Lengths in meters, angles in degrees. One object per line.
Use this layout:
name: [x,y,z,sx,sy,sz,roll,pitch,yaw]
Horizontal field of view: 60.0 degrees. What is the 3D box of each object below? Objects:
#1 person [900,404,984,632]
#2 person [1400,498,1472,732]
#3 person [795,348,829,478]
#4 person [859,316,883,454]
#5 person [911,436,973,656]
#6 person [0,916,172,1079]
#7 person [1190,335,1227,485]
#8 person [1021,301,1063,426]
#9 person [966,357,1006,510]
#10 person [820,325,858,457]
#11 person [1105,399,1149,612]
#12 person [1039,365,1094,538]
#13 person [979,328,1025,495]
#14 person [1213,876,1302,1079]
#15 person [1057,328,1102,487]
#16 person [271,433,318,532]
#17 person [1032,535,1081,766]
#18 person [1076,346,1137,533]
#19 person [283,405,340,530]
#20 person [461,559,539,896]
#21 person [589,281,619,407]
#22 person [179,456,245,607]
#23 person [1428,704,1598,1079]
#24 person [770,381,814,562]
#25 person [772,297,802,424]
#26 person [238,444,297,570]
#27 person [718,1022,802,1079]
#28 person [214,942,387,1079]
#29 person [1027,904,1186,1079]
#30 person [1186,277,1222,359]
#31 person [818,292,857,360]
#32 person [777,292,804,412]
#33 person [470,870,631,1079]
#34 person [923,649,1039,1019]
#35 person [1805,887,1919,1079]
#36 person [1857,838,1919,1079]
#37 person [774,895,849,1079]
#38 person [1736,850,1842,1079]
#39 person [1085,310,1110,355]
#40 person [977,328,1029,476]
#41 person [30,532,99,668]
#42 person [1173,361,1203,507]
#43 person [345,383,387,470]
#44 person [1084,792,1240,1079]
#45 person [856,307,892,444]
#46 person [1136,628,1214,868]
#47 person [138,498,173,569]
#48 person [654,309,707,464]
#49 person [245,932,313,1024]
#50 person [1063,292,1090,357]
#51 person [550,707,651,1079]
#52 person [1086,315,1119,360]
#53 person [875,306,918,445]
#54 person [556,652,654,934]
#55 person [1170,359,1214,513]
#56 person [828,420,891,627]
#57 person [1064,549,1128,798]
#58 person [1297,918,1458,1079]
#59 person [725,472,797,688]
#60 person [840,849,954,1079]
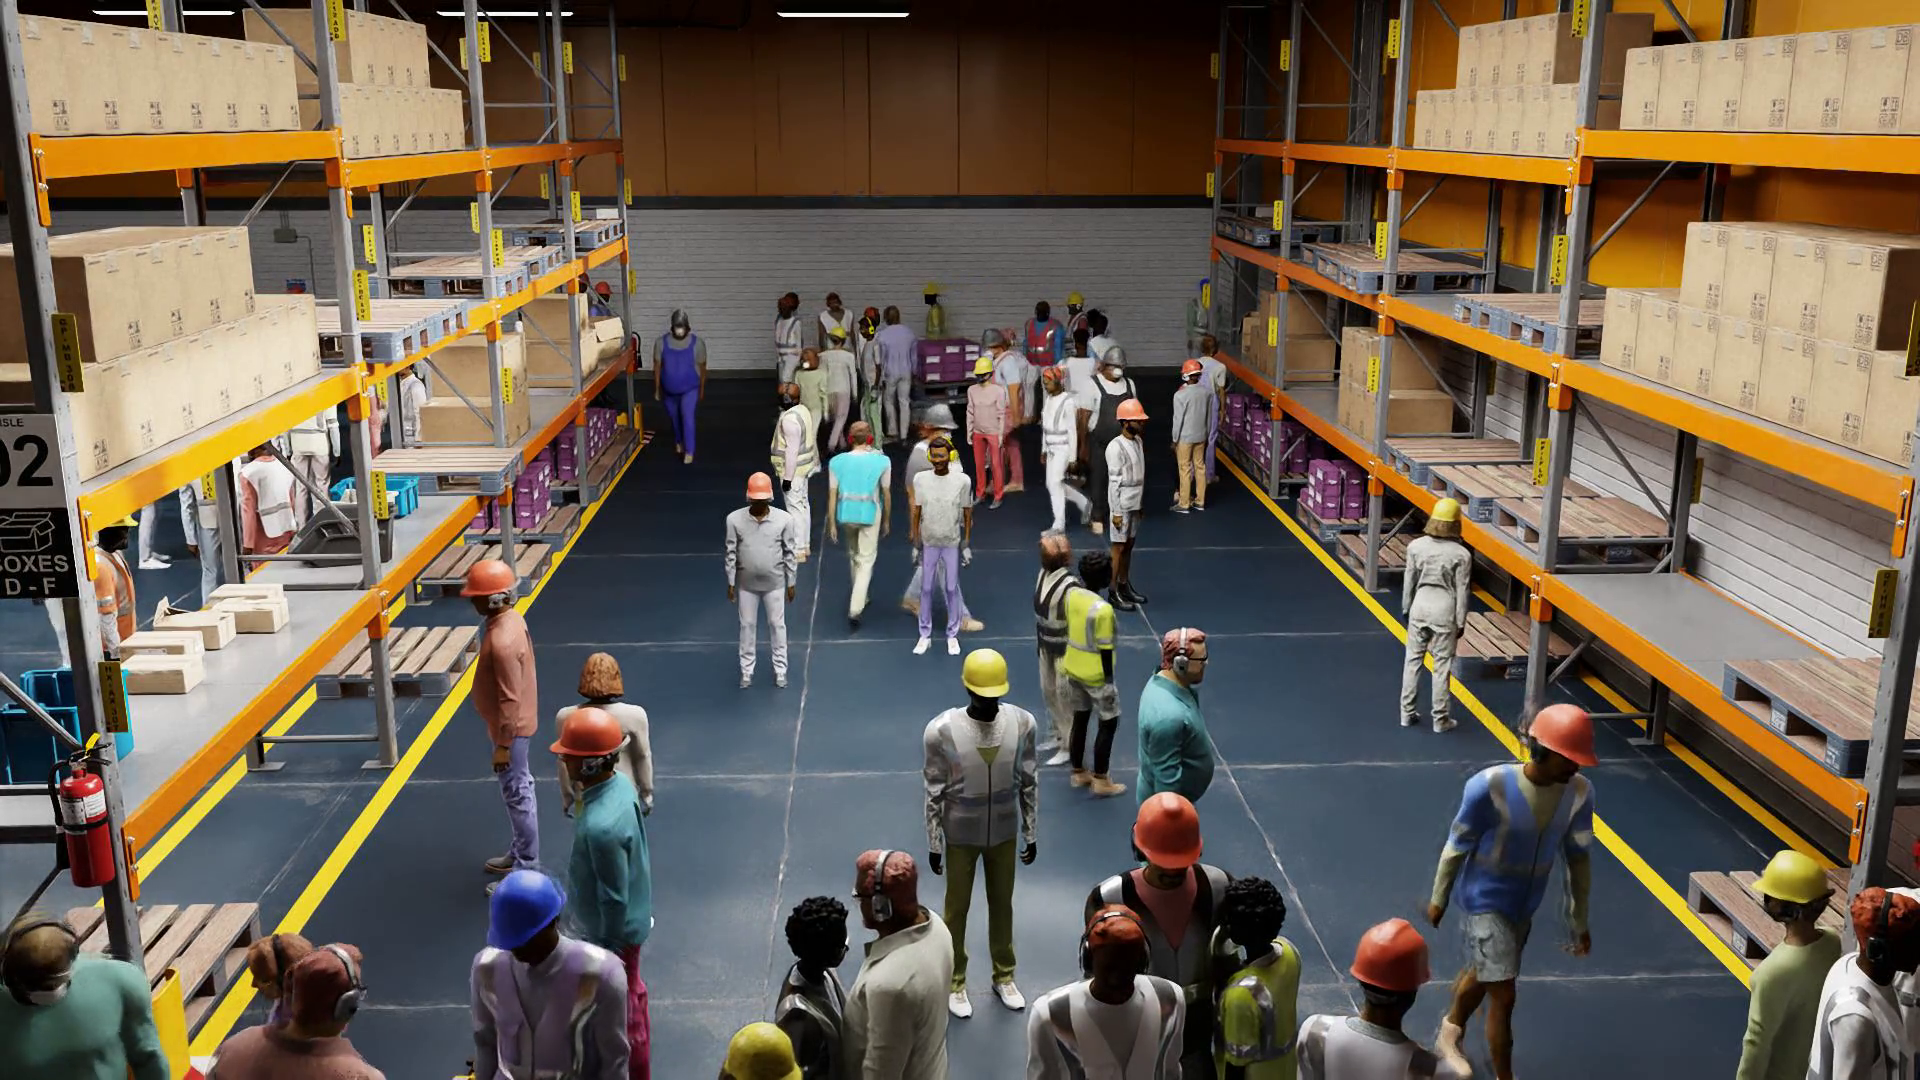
person: [-0.183,-0.240,14.661,0.884,2.000,0.682,5,15,21]
person: [3.487,0.543,12.205,0.511,1.735,0.348,11,18,36]
person: [-1.889,-1.595,20.814,0.528,1.624,0.447,9,17,31]
person: [-1.199,-2.030,22.043,0.329,1.865,0.507,-5,15,-21]
person: [-0.151,0.046,13.878,0.519,1.873,0.335,2,14,7]
person: [-2.999,2.130,5.654,0.650,1.887,0.820,-8,17,-30]
person: [3.019,-1.594,20.397,0.501,1.838,0.341,8,16,29]
person: [1.145,-2.549,24.156,0.647,1.821,0.663,7,16,25]
person: [0.294,-1.223,19.090,0.520,1.758,0.349,9,17,31]
person: [-1.633,-1.970,22.072,0.522,1.744,0.800,6,16,24]
person: [1.539,-0.329,15.208,0.353,1.942,0.545,8,16,29]
person: [1.158,-0.968,17.896,0.647,1.855,0.589,-5,15,-20]
person: [0.451,-1.557,19.831,0.761,2.000,0.710,-3,15,-10]
person: [1.115,2.070,6.293,0.320,1.694,0.533,9,17,30]
person: [1.489,-1.629,20.342,0.622,1.929,0.973,1,14,4]
person: [-7.164,-1.018,18.043,0.575,1.880,0.351,-5,15,-19]
person: [0.679,0.757,11.566,0.312,1.640,0.526,-7,16,-25]
person: [1.613,-1.102,18.044,0.762,2.000,0.541,-7,16,-25]
person: [-6.940,-0.982,17.838,0.591,1.912,0.398,-1,14,-4]
person: [-2.625,1.070,9.609,0.378,1.995,0.608,-3,15,-13]
person: [-5.542,-3.057,25.926,0.379,1.937,0.548,3,15,13]
person: [-6.416,-0.092,14.356,0.409,1.907,0.598,9,17,30]
person: [2.492,1.638,7.429,0.621,1.967,0.970,-5,15,-18]
person: [-1.701,-0.693,16.839,0.429,1.841,0.634,2,14,7]
person: [-2.489,-2.678,24.598,0.804,1.860,0.592,-13,19,-41]
person: [-5.867,-0.048,14.182,0.396,1.908,0.600,4,15,15]
person: [-0.614,2.310,5.261,0.321,1.737,0.484,13,19,41]
person: [-2.105,2.223,5.329,0.697,1.874,0.574,6,15,22]
person: [0.500,2.119,5.711,0.584,1.881,0.337,-4,15,-17]
person: [3.889,-3.223,26.560,0.627,1.941,0.422,-3,15,-13]
person: [-1.895,-2.936,25.704,0.619,1.806,0.677,-7,16,-25]
person: [-2.568,-2.846,25.312,0.502,1.836,0.341,11,18,36]
person: [-1.450,2.034,5.984,0.626,1.917,0.516,3,15,11]
person: [0.114,1.448,8.277,0.585,1.921,0.396,-4,15,-16]
person: [3.118,2.097,5.804,0.355,1.882,0.576,8,16,28]
person: [3.739,1.957,6.445,0.562,1.838,0.388,5,15,20]
person: [-0.547,2.105,6.152,0.320,1.694,0.533,1,14,5]
person: [3.118,2.020,6.350,0.525,1.761,0.340,-11,18,-36]
person: [2.072,-2.587,24.641,0.392,1.659,0.656,12,19,39]
person: [0.503,-1.704,20.738,0.674,1.874,0.520,-3,15,-12]
person: [-6.829,0.306,12.801,0.674,1.894,0.492,-2,14,-7]
person: [2.637,-1.236,19.264,0.321,1.692,0.530,-1,14,-2]
person: [-7.574,-1.870,21.177,0.620,1.986,0.408,4,15,13]
person: [0.771,1.896,6.312,0.612,2.029,0.409,-3,15,-12]
person: [-1.193,-2.266,22.925,0.355,1.885,0.574,-12,19,-40]
person: [1.114,1.367,8.651,0.395,1.899,0.641,2,14,7]
person: [-8.094,-0.629,16.566,0.346,1.858,0.522,-5,15,-20]
person: [-3.670,-2.078,21.874,0.683,2.000,0.920,0,14,2]
person: [-2.348,2.170,6.020,0.321,1.631,0.527,-8,16,-28]
person: [1.782,-2.886,25.484,0.403,1.825,0.593,-3,15,-11]
person: [-1.533,1.675,7.233,0.389,1.996,0.612,-2,14,-7]
person: [1.946,-2.026,22.038,0.832,1.870,0.670,12,19,39]
person: [-0.893,-2.276,22.918,0.700,1.914,0.535,-7,16,-27]
person: [-1.918,1.402,9.025,0.502,1.632,0.277,-1,14,-4]
person: [2.614,-1.187,18.952,0.572,1.749,0.340,-10,17,-33]
person: [-0.915,-0.151,14.795,0.558,1.804,0.885,3,15,13]
person: [0.879,0.869,11.005,0.364,1.694,0.586,-8,16,-29]
person: [1.356,2.156,5.483,0.544,1.930,0.389,11,18,36]
person: [-1.562,0.315,13.069,0.567,1.744,0.349,0,14,-1]
person: [-0.241,2.023,6.073,0.403,1.897,0.653,3,15,12]
